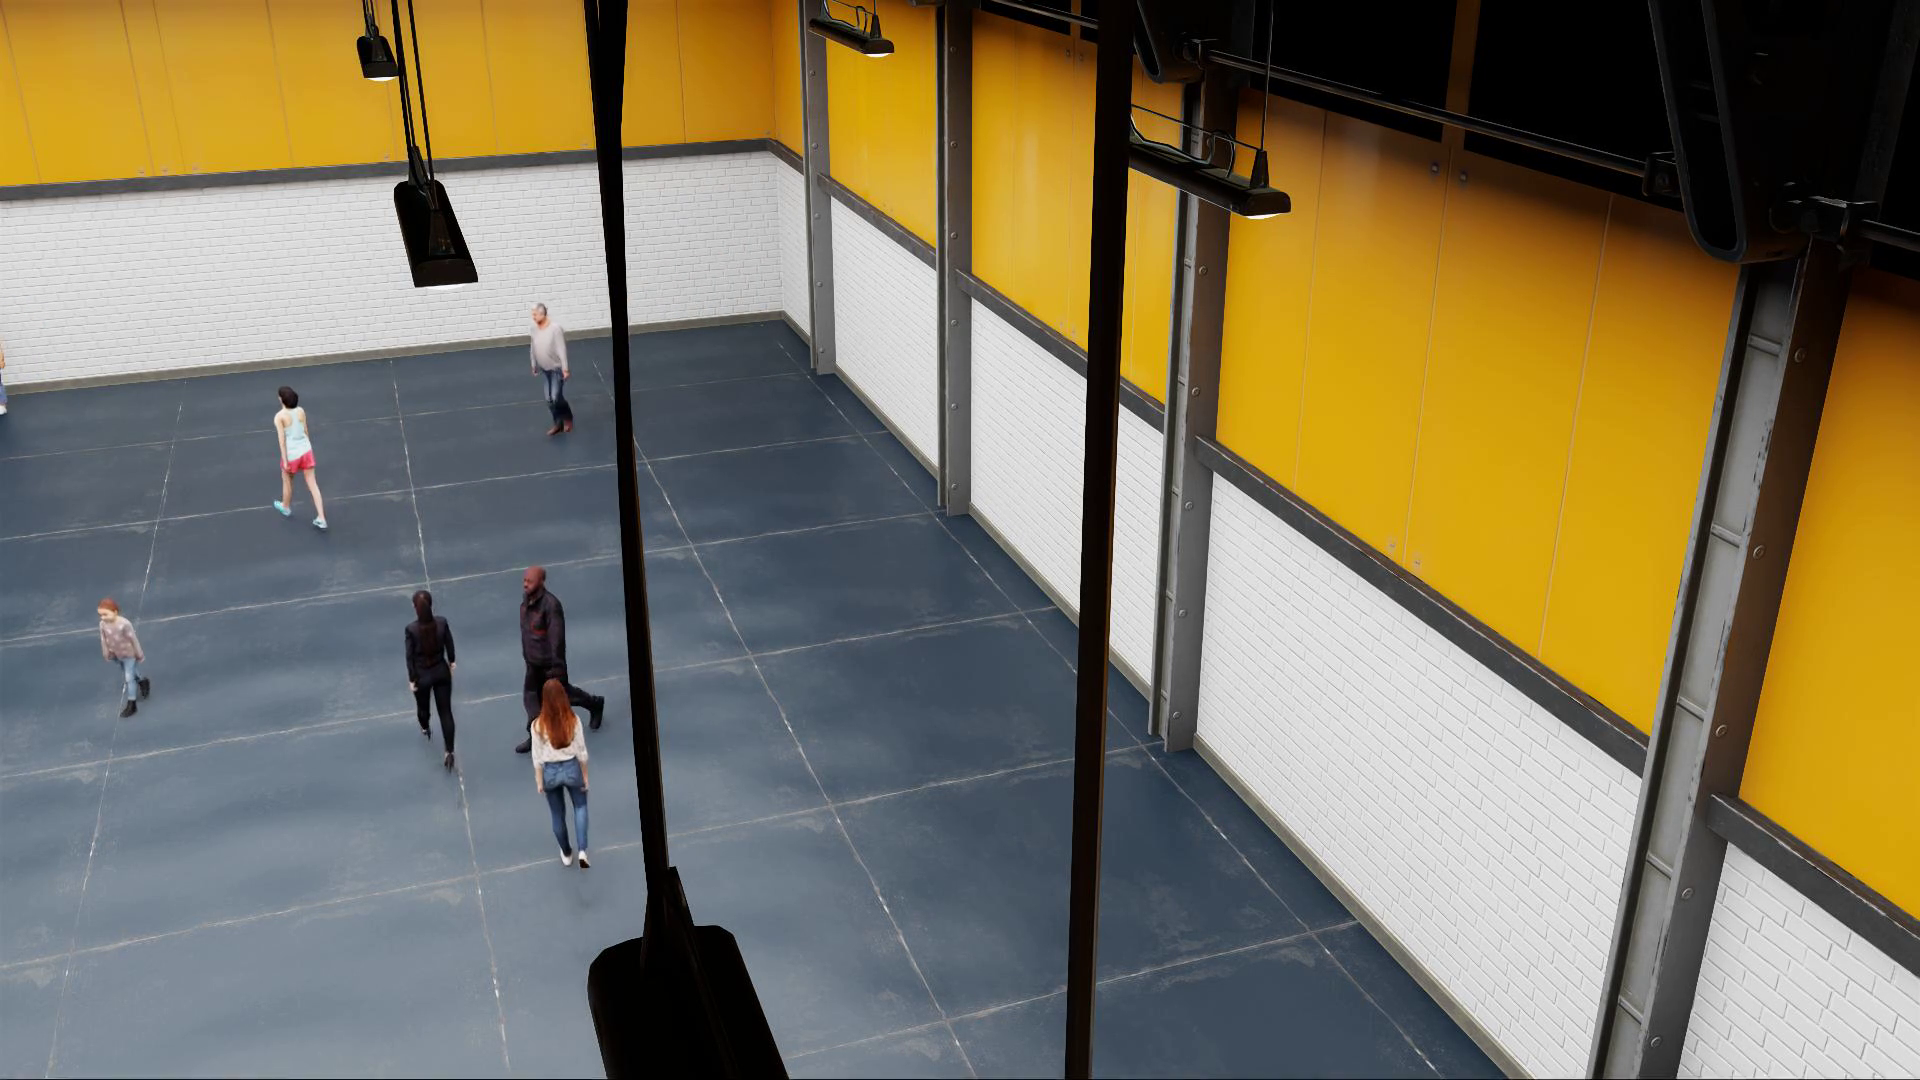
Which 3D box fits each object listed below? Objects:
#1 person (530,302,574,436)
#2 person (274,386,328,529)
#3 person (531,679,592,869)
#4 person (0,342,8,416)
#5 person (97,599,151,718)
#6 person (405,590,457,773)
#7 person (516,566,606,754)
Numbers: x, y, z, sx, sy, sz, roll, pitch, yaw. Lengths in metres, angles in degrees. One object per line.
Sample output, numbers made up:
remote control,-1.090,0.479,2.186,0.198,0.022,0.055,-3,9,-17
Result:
person,-5.570,-2.379,22.920,0.868,1.885,0.942,12,26,25
person,-7.857,-0.949,19.867,1.229,1.711,0.999,18,29,35
person,-3.173,1.921,13.294,0.593,1.716,0.811,-7,25,-16
person,-13.798,-2.582,23.617,0.794,1.699,0.796,8,25,18
person,-7.981,1.061,15.943,0.740,1.170,0.919,1,24,3
person,-4.671,1.279,14.823,0.749,1.667,1.075,-14,27,-29
person,-3.695,1.031,15.224,1.209,1.801,1.127,18,29,35
